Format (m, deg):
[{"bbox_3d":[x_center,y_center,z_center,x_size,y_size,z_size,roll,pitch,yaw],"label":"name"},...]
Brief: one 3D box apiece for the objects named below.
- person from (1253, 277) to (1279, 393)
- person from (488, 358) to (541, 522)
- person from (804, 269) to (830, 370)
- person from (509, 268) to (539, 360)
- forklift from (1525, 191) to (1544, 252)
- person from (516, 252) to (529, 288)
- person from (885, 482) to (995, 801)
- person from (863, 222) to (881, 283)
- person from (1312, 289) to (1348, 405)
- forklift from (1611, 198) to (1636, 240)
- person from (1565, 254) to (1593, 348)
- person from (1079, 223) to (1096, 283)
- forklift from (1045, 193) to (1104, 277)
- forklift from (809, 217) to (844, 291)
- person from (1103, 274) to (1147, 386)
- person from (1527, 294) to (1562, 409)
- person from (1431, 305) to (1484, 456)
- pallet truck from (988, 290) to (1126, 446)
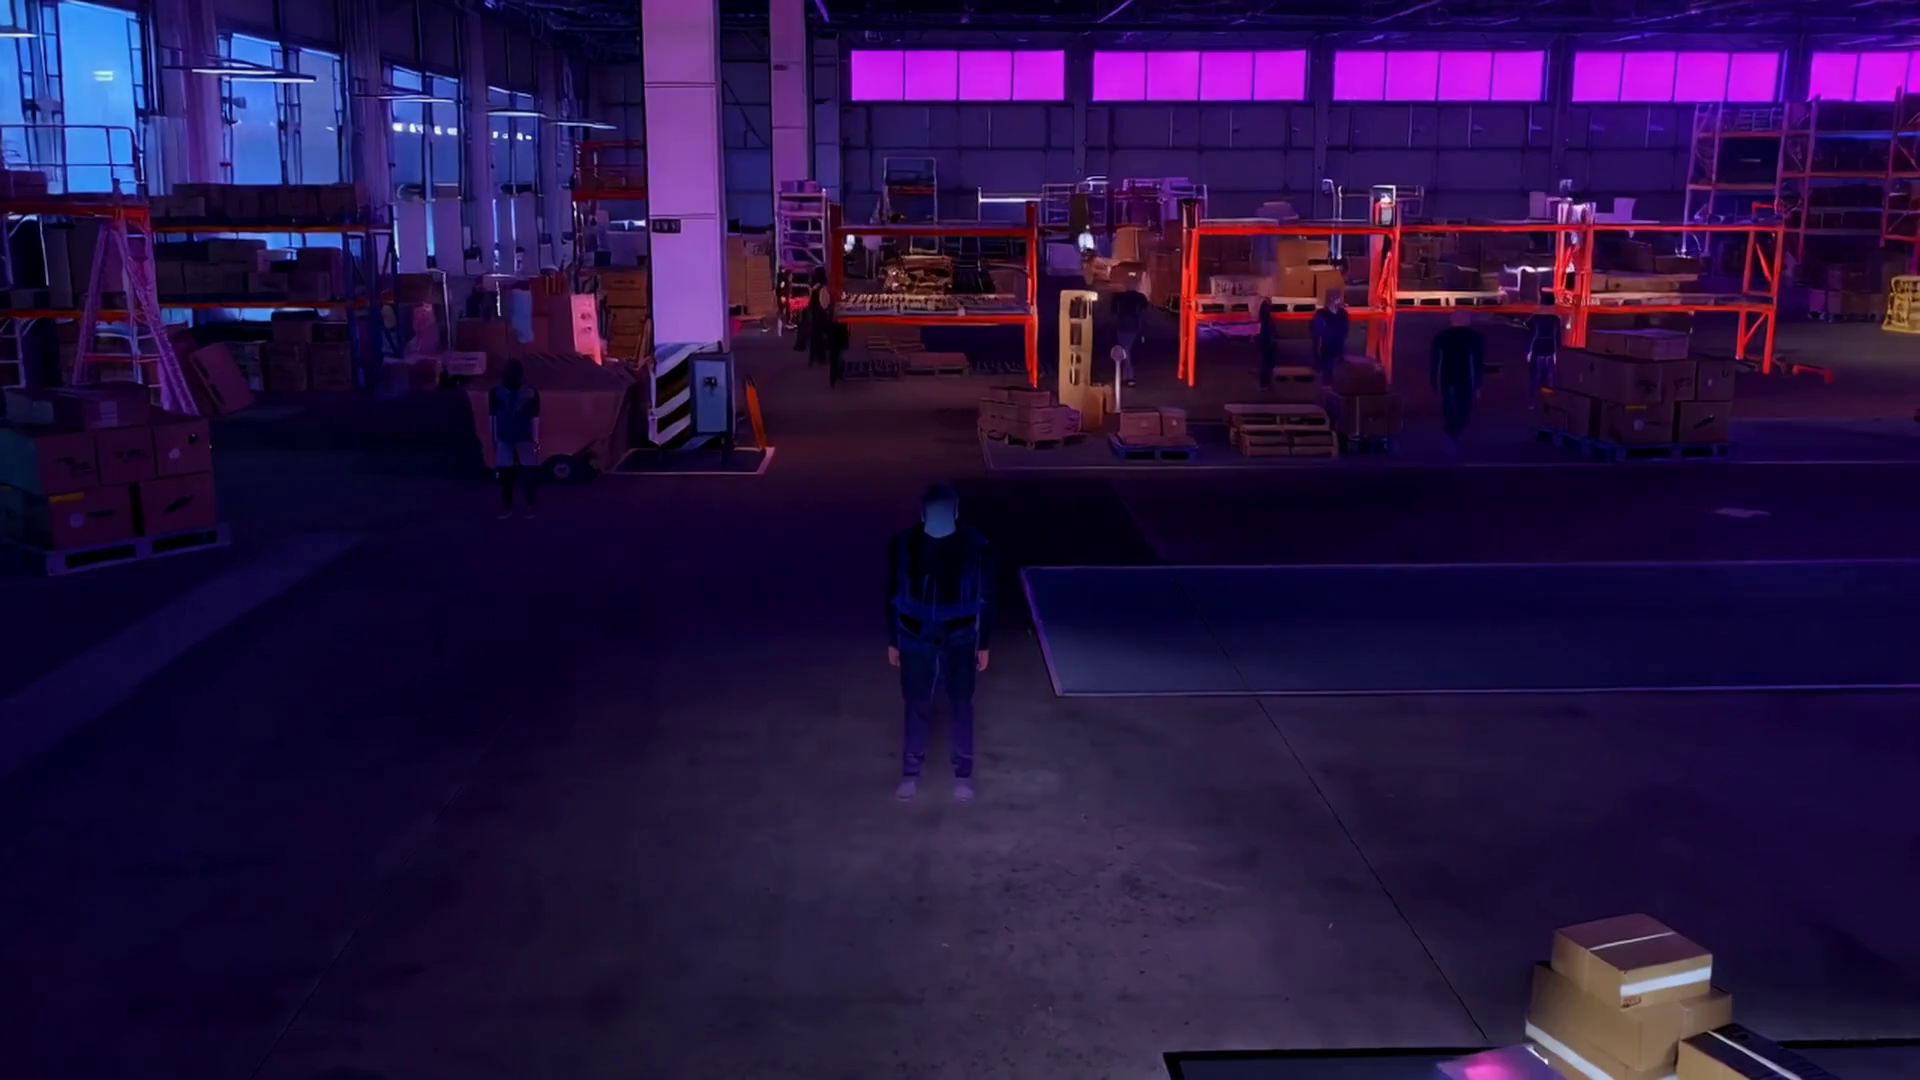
[{"bbox_3d":[4.984,-3.320,26.975,0.478,1.885,0.630,2,13,9],"label":"person"},{"bbox_3d":[-4.552,-1.019,17.007,0.538,1.698,0.319,1,13,3],"label":"person"},{"bbox_3d":[-2.528,-4.030,30.383,0.536,1.796,0.924,7,14,30],"label":"person"},{"bbox_3d":[-7.565,-3.732,28.746,0.483,1.919,0.566,4,13,19],"label":"person"},{"bbox_3d":[21.705,-11.781,62.913,1.873,2.768,1.129,1,13,5],"label":"forklift"},{"bbox_3d":[-10.720,-6.242,40.756,0.313,1.633,0.521,-6,14,-25],"label":"person"},{"bbox_3d":[-0.121,0.578,9.478,0.627,1.844,0.429,1,13,6],"label":"person"},{"bbox_3d":[-2.852,-9.279,53.762,0.628,1.939,0.374,-5,14,-23],"label":"person"},{"bbox_3d":[5.288,-2.620,23.730,0.647,1.920,0.450,-8,15,-32],"label":"person"},{"bbox_3d":[18.431,-8.134,46.447,1.873,2.768,1.129,9,16,36],"label":"forklift"},{"bbox_3d":[12.297,-4.727,33.145,0.603,1.966,0.368,-6,14,-27],"label":"person"},{"bbox_3d":[4.087,-9.227,53.577,0.539,1.912,0.452,1,13,3],"label":"person"},{"bbox_3d":[3.899,-10.400,56.675,1.873,2.768,1.129,-2,13,-8],"label":"forklift"},{"bbox_3d":[-4.372,-8.620,48.640,1.873,2.768,1.129,0,12,-2],"label":"forklift"},{"bbox_3d":[2.811,-3.542,28.059,0.696,1.868,1.003,-2,13,-11],"label":"person"},{"bbox_3d":[8.809,-2.837,25.117,0.484,1.745,0.298,5,13,22],"label":"person"},{"bbox_3d":[6.193,-1.973,20.801,0.642,1.927,0.643,9,15,34],"label":"person"},{"bbox_3d":[1.257,-2.299,22.111,1.885,1.965,0.823,-9,15,-35],"label":"pallet truck"}]
